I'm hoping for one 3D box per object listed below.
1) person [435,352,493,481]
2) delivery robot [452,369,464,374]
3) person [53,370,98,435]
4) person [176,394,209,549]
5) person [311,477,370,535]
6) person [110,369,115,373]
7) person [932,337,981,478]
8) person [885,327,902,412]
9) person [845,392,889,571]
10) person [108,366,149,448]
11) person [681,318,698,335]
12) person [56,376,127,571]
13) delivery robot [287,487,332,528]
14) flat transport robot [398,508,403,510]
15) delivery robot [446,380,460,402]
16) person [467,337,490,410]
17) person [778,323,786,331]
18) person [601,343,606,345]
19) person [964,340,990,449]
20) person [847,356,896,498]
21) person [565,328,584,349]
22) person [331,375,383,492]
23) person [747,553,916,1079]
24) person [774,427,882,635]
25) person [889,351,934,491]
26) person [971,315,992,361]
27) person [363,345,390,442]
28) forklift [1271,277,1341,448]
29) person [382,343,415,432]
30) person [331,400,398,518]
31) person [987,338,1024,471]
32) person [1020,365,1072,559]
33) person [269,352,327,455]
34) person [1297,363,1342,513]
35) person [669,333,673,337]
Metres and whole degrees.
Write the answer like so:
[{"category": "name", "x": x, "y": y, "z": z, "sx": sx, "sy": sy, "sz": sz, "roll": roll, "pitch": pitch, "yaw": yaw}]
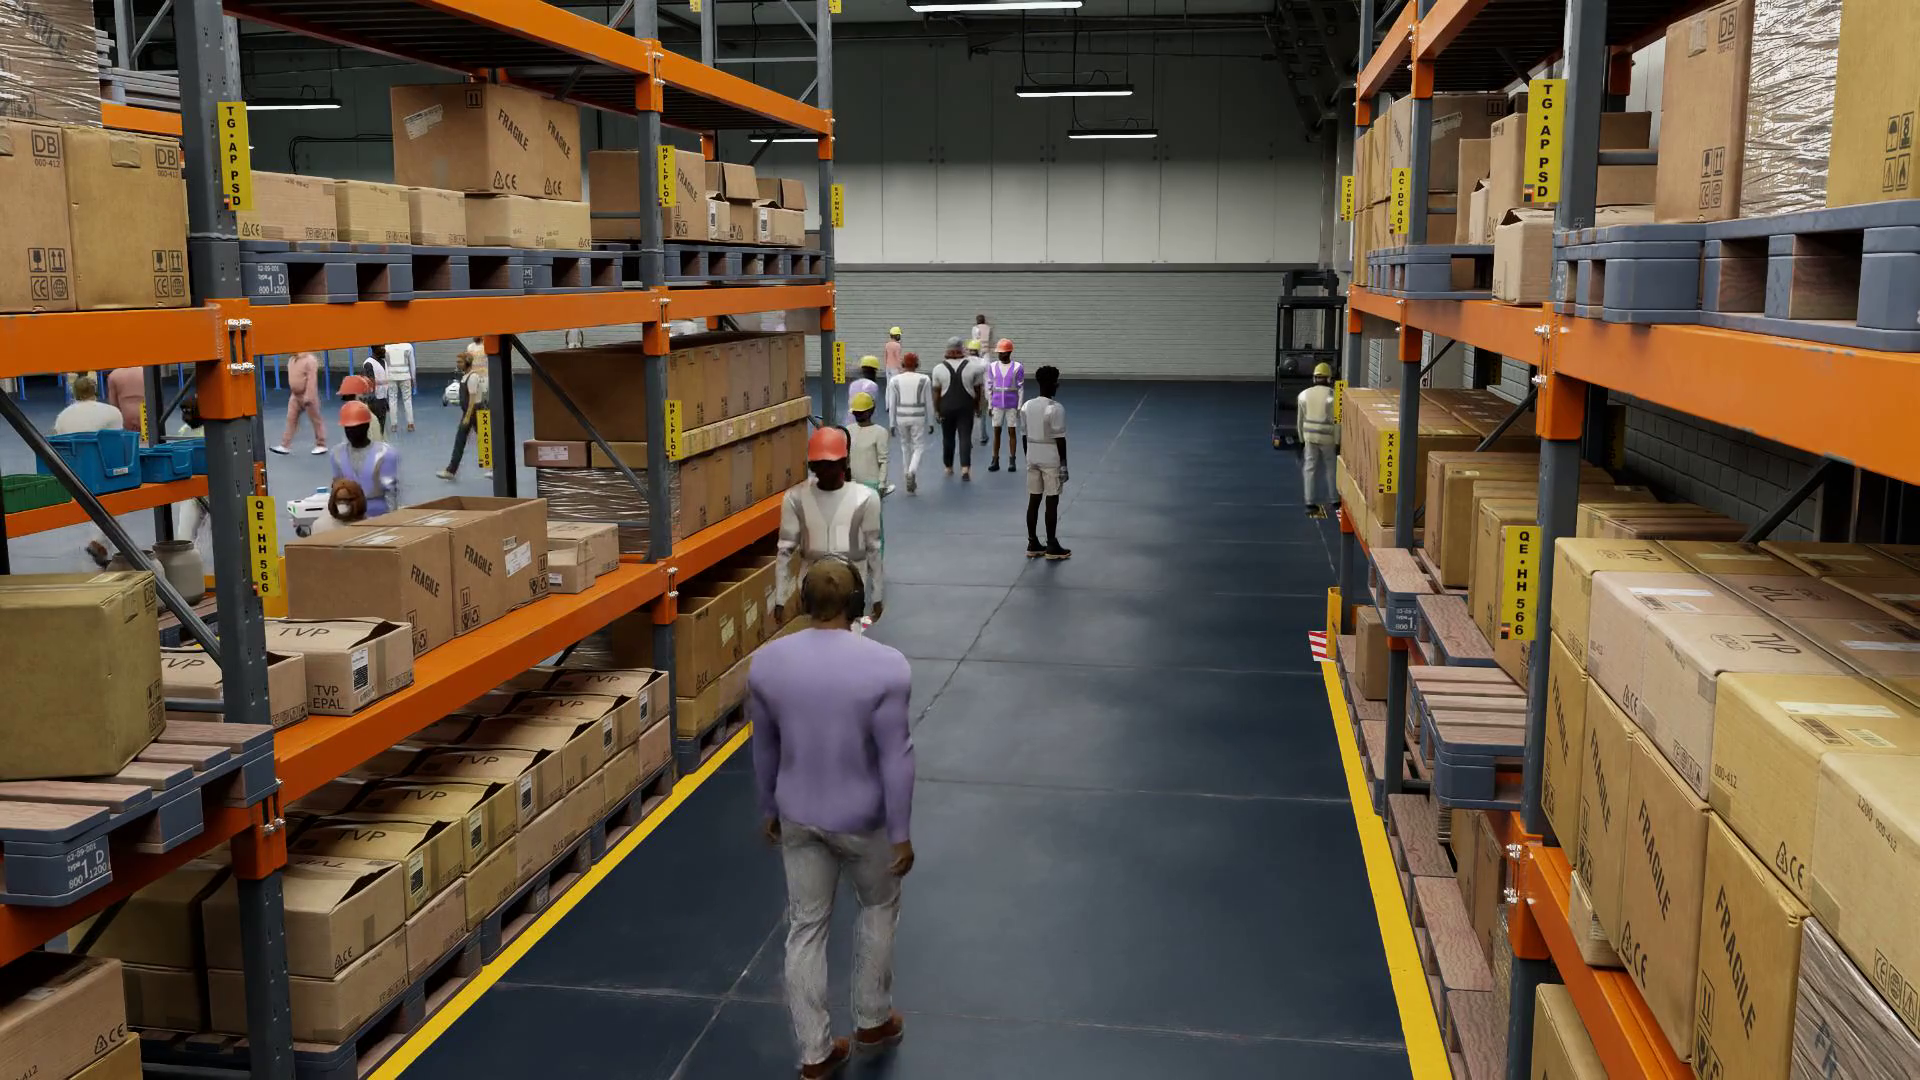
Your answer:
[{"category": "person", "x": -6.855, "y": -1.734, "z": 23.278, "sx": 0.966, "sy": 1.794, "sz": 0.534, "roll": -7, "pitch": 12, "yaw": -38}, {"category": "delivery robot", "x": -12.693, "y": -4.353, "z": 42.278, "sx": 0.335, "sy": 0.223, "sz": 0.698, "roll": -7, "pitch": 11, "yaw": -36}, {"category": "person", "x": -14.830, "y": -2.508, "z": 27.981, "sx": 0.629, "sy": 1.816, "sz": 0.753, "roll": 9, "pitch": 13, "yaw": 44}, {"category": "person", "x": -6.965, "y": -0.446, "z": 15.335, "sx": 0.632, "sy": 1.795, "sz": 0.961, "roll": 4, "pitch": 10, "yaw": 22}, {"category": "person", "x": -3.996, "y": 0.361, "z": 10.982, "sx": 0.493, "sy": 1.596, "sz": 0.853, "roll": 1, "pitch": 9, "yaw": 5}, {"category": "person", "x": -17.137, "y": -3.569, "z": 34.232, "sx": 0.576, "sy": 1.911, "sz": 0.628, "roll": 0, "pitch": 9, "yaw": 3}, {"category": "person", "x": -0.047, "y": -1.898, "z": 23.655, "sx": 0.695, "sy": 2.000, "sz": 1.029, "roll": 0, "pitch": 9, "yaw": -1}, {"category": "person", "x": -1.348, "y": -3.511, "z": 34.322, "sx": 0.322, "sy": 1.765, "sz": 0.533, "roll": -6, "pitch": 11, "yaw": -34}, {"category": "person", "x": -0.933, "y": -0.551, "z": 16.085, "sx": 0.523, "sy": 1.760, "sz": 0.328, "roll": 6, "pitch": 11, "yaw": 31}, {"category": "person", "x": -11.307, "y": -1.716, "z": 22.863, "sx": 0.689, "sy": 1.883, "sz": 0.434, "roll": -2, "pitch": 9, "yaw": -11}, {"category": "person", "x": -7.188, "y": -5.230, "z": 44.666, "sx": 0.550, "sy": 1.847, "sz": 0.653, "roll": 5, "pitch": 10, "yaw": 26}, {"category": "person", "x": -8.395, "y": -0.630, "z": 16.123, "sx": 0.678, "sy": 1.910, "sz": 0.577, "roll": 0, "pitch": 9, "yaw": 2}, {"category": "delivery robot", "x": -7.014, "y": -0.337, "z": 18.307, "sx": 0.707, "sy": 0.478, "sz": 0.477, "roll": -6, "pitch": 11, "yaw": -31}, {"category": "flat transport robot", "x": -6.144, "y": -0.258, "z": 18.980, "sx": 1.431, "sy": 0.197, "sz": 0.652, "roll": -6, "pitch": 11, "yaw": -31}, {"category": "delivery robot", "x": -10.981, "y": -3.248, "z": 36.263, "sx": 0.477, "sy": 0.478, "sz": 0.707, "roll": -1, "pitch": 9, "yaw": -6}, {"category": "person", "x": -9.086, "y": -3.149, "z": 31.688, "sx": 0.554, "sy": 1.909, "sz": 0.842, "roll": 3, "pitch": 10, "yaw": 20}, {"category": "person", "x": -4.395, "y": -4.766, "z": 41.926, "sx": 1.077, "sy": 1.826, "sz": 0.646, "roll": 8, "pitch": 12, "yaw": 42}, {"category": "person", "x": -6.274, "y": -2.666, "z": 29.505, "sx": 0.515, "sy": 1.636, "sz": 0.315, "roll": -4, "pitch": 10, "yaw": -23}, {"category": "person", "x": 0.239, "y": -2.410, "z": 27.470, "sx": 0.618, "sy": 1.780, "sz": 0.917, "roll": 2, "pitch": 10, "yaw": 15}, {"category": "person", "x": -1.254, "y": -1.409, "z": 21.147, "sx": 1.072, "sy": 1.837, "sz": 0.591, "roll": -9, "pitch": 13, "yaw": -44}, {"category": "person", "x": -10.569, "y": -5.385, "z": 45.551, "sx": 0.521, "sy": 1.873, "sz": 0.335, "roll": -3, "pitch": 10, "yaw": -20}, {"category": "person", "x": -5.708, "y": -0.591, "z": 15.789, "sx": 1.040, "sy": 1.940, "sz": 0.617, "roll": -5, "pitch": 11, "yaw": -30}, {"category": "person", "x": -0.426, "y": 0.988, "z": 6.089, "sx": 0.661, "sy": 1.917, "sz": 0.701, "roll": 3, "pitch": 10, "yaw": 18}, {"category": "person", "x": -0.804, "y": 0.303, "z": 10.125, "sx": 0.635, "sy": 1.984, "sz": 1.069, "roll": 1, "pitch": 9, "yaw": 6}, {"category": "person", "x": -0.659, "y": -1.573, "z": 22.056, "sx": 0.588, "sy": 1.863, "sz": 0.802, "roll": 2, "pitch": 9, "yaw": 10}, {"category": "person", "x": 0.464, "y": -4.726, "z": 41.689, "sx": 0.662, "sy": 1.800, "sz": 0.910, "roll": -6, "pitch": 11, "yaw": -34}, {"category": "person", "x": -8.812, "y": -2.101, "z": 25.157, "sx": 0.399, "sy": 1.918, "sz": 0.589, "roll": 0, "pitch": 9, "yaw": 3}, {"category": "forklift", "x": 5.847, "y": -3.016, "z": 27.970, "sx": 1.129, "sy": 2.768, "sz": 1.873, "roll": 1, "pitch": 9, "yaw": 9}, {"category": "person", "x": -10.253, "y": -2.958, "z": 30.345, "sx": 0.606, "sy": 1.947, "sz": 0.406, "roll": -3, "pitch": 10, "yaw": -18}, {"category": "person", "x": -4.657, "y": -0.134, "z": 13.011, "sx": 0.556, "sy": 1.914, "sz": 0.594, "roll": 1, "pitch": 9, "yaw": 3}, {"category": "person", "x": 0.663, "y": -1.979, "z": 24.347, "sx": 0.547, "sy": 1.934, "sz": 0.375, "roll": 2, "pitch": 10, "yaw": 14}, {"category": "person", "x": 0.881, "y": -0.802, "z": 16.991, "sx": 0.367, "sy": 1.966, "sz": 0.606, "roll": -8, "pitch": 12, "yaw": -41}, {"category": "person", "x": -10.482, "y": -2.258, "z": 26.325, "sx": 0.643, "sy": 1.857, "sz": 0.991, "roll": 4, "pitch": 10, "yaw": 26}, {"category": "person", "x": 4.422, "y": -1.246, "z": 20.215, "sx": 0.623, "sy": 1.802, "sz": 0.747, "roll": 7, "pitch": 11, "yaw": 36}, {"category": "person", "x": -7.207, "y": -4.465, "z": 40.726, "sx": 0.556, "sy": 1.619, "sz": 0.351, "roll": -7, "pitch": 11, "yaw": -36}]
